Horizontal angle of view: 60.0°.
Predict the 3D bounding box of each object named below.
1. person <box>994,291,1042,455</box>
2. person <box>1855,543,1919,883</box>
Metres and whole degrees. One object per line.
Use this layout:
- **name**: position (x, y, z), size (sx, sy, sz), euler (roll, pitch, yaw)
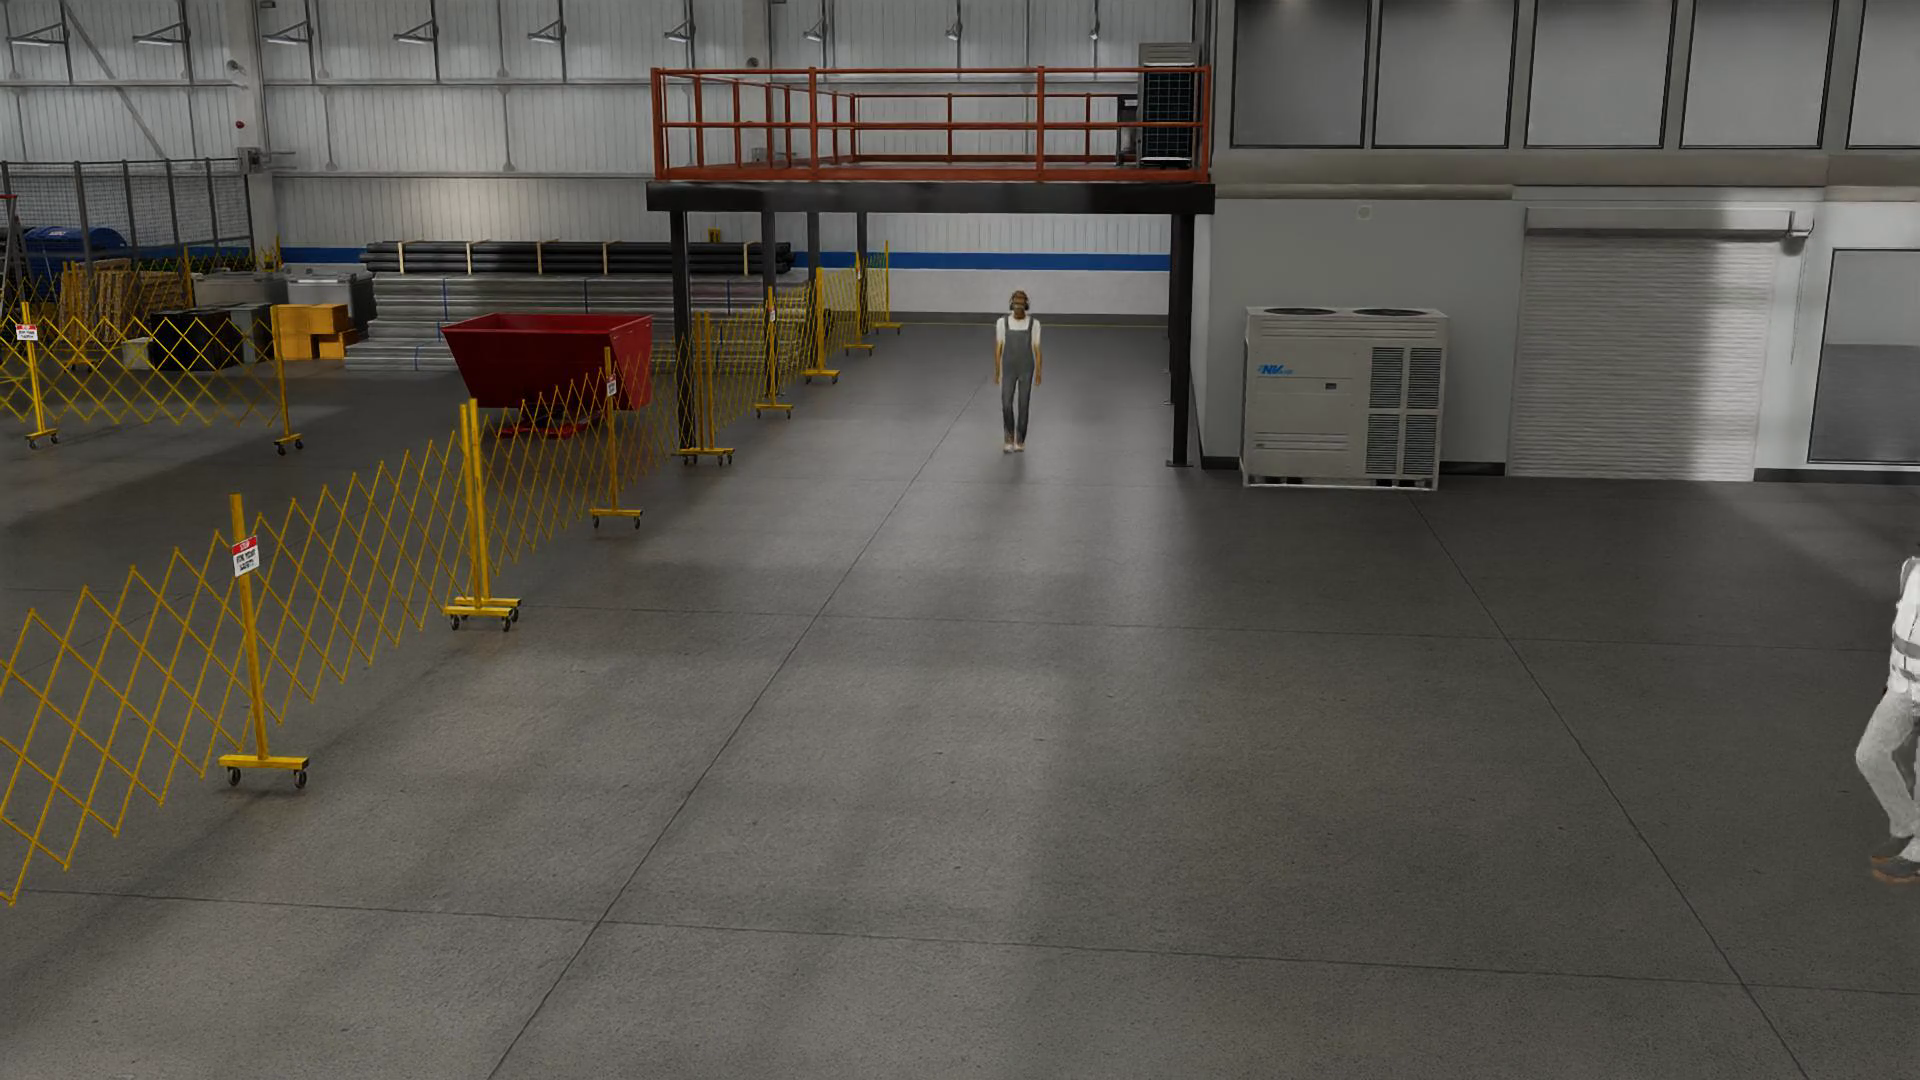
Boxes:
- **person**: position (0.644, -1.845, 18.528), size (0.541, 1.822, 0.759), euler (1, 14, 2)
- **person**: position (4.558, 0.738, 7.873), size (0.417, 1.870, 0.613), euler (-2, 14, -9)
